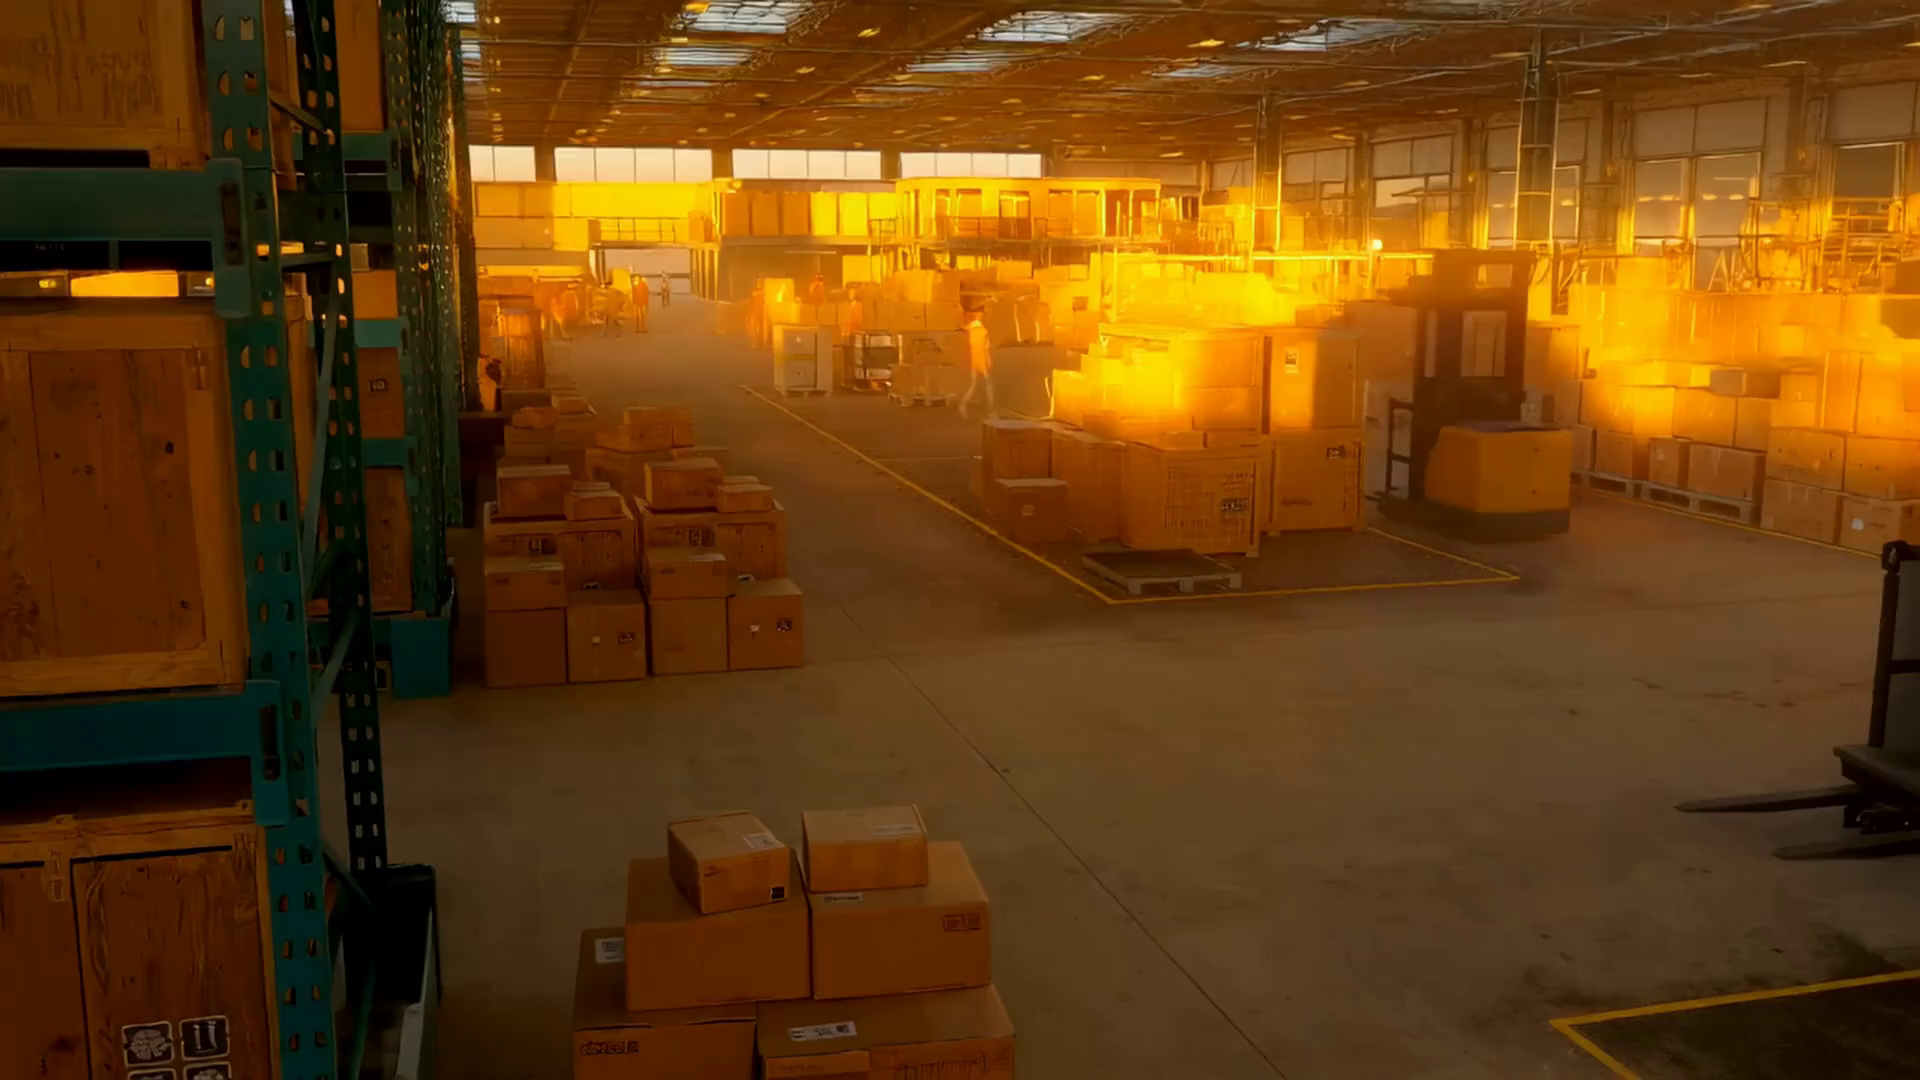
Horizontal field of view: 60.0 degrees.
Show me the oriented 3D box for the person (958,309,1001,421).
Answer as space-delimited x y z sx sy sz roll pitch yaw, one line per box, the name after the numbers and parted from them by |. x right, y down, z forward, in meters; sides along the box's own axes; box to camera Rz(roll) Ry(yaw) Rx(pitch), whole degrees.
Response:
0.323 -2.880 27.432 0.544 1.844 0.833 9 13 42 | person

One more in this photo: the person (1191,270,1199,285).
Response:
9.258 -9.648 65.472 0.354 1.937 0.635 7 12 33 | person

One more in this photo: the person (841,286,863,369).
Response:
-2.392 -4.907 38.589 0.744 1.948 0.624 2 10 13 | person

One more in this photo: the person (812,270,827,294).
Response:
-4.914 -8.447 58.382 0.536 2.000 0.676 -4 11 -21 | person

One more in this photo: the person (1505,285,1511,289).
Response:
15.419 -6.271 46.791 0.664 1.783 0.981 -2 10 -8 | person

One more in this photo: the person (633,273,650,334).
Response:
-10.501 -7.798 54.834 0.396 1.992 0.622 9 14 42 | person

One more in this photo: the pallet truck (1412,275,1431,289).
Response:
14.620 -7.324 52.145 0.823 1.965 1.885 8 13 40 | pallet truck

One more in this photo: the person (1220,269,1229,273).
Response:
15.151 -14.955 95.518 0.644 1.937 1.012 -4 11 -23 | person

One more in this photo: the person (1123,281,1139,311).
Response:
5.111 -6.805 49.659 0.493 1.833 0.912 2 10 13 | person

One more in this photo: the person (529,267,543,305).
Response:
-17.473 -10.275 68.824 0.618 2.017 0.859 4 11 20 | person

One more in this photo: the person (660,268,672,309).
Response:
-13.612 -11.652 77.032 0.588 1.856 0.749 -3 10 -15 | person

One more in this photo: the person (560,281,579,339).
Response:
-12.155 -7.147 51.764 0.596 1.786 0.922 -3 10 -17 | person

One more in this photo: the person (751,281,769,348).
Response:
-5.669 -6.364 46.983 0.546 1.908 0.881 2 10 11 | person

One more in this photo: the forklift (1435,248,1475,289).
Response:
11.973 -5.695 40.421 1.129 2.768 1.873 3 10 16 | forklift

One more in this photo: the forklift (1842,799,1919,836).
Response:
5.358 0.101 7.602 1.873 2.768 1.129 -3 10 -15 | forklift

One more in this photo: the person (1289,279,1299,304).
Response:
10.135 -6.991 50.566 0.654 1.878 1.032 -8 13 -38 | person

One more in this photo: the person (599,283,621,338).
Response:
-11.065 -7.228 52.369 0.863 1.725 0.530 2 10 9 | person

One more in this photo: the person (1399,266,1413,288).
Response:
21.159 -12.004 78.829 0.645 1.926 0.613 0 10 -1 | person

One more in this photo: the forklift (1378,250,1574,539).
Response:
5.253 -1.522 16.790 1.129 2.768 1.873 -3 10 -16 | forklift

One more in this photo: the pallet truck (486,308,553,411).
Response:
-6.242 -2.418 24.362 0.823 1.965 1.885 1 10 3 | pallet truck

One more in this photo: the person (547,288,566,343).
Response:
-12.081 -6.735 49.816 0.541 1.646 0.890 3 10 14 | person

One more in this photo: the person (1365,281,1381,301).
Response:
11.441 -6.237 46.231 0.413 1.909 0.608 -3 10 -16 | person

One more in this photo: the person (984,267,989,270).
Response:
1.187 -11.317 74.952 0.542 1.928 0.374 -4 11 -24 | person

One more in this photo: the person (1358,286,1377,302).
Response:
9.827 -5.161 40.156 0.391 1.910 0.584 -8 13 -40 | person
